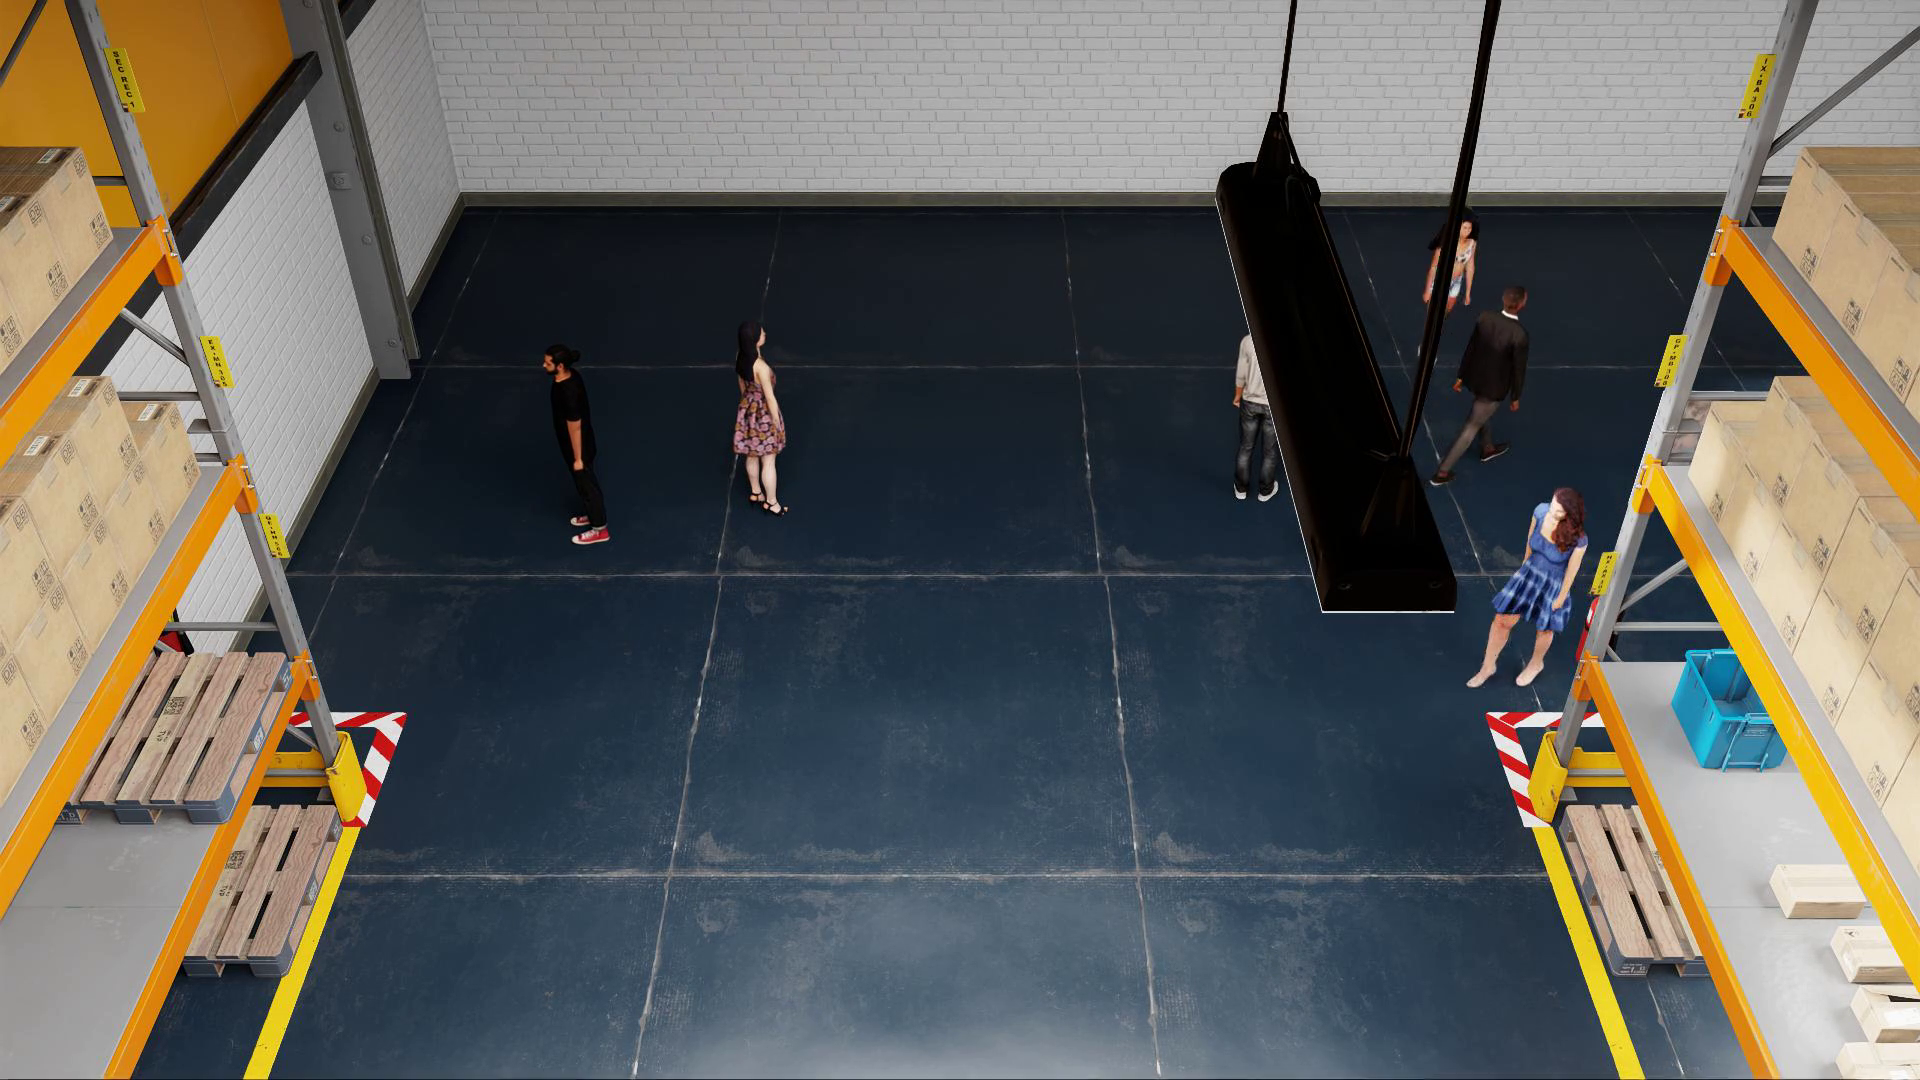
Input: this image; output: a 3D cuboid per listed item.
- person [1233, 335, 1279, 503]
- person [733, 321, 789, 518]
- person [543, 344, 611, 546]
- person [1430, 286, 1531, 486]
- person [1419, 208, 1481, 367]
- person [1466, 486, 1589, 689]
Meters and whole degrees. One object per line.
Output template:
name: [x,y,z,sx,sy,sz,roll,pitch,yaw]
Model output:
person: [2.419,-1.093,13.247,0.723,1.806,0.671,12,40,15]
person: [-1.572,-0.953,13.098,0.865,1.773,0.800,-29,47,-31]
person: [-2.951,-0.752,12.859,0.745,1.756,0.603,-13,40,-16]
person: [4.197,-1.203,13.428,1.139,1.750,1.220,-23,44,-26]
person: [4.305,-2.281,14.893,0.653,1.609,0.713,-12,40,-15]
person: [4.072,0.321,11.491,0.948,1.787,0.911,-23,44,-26]
